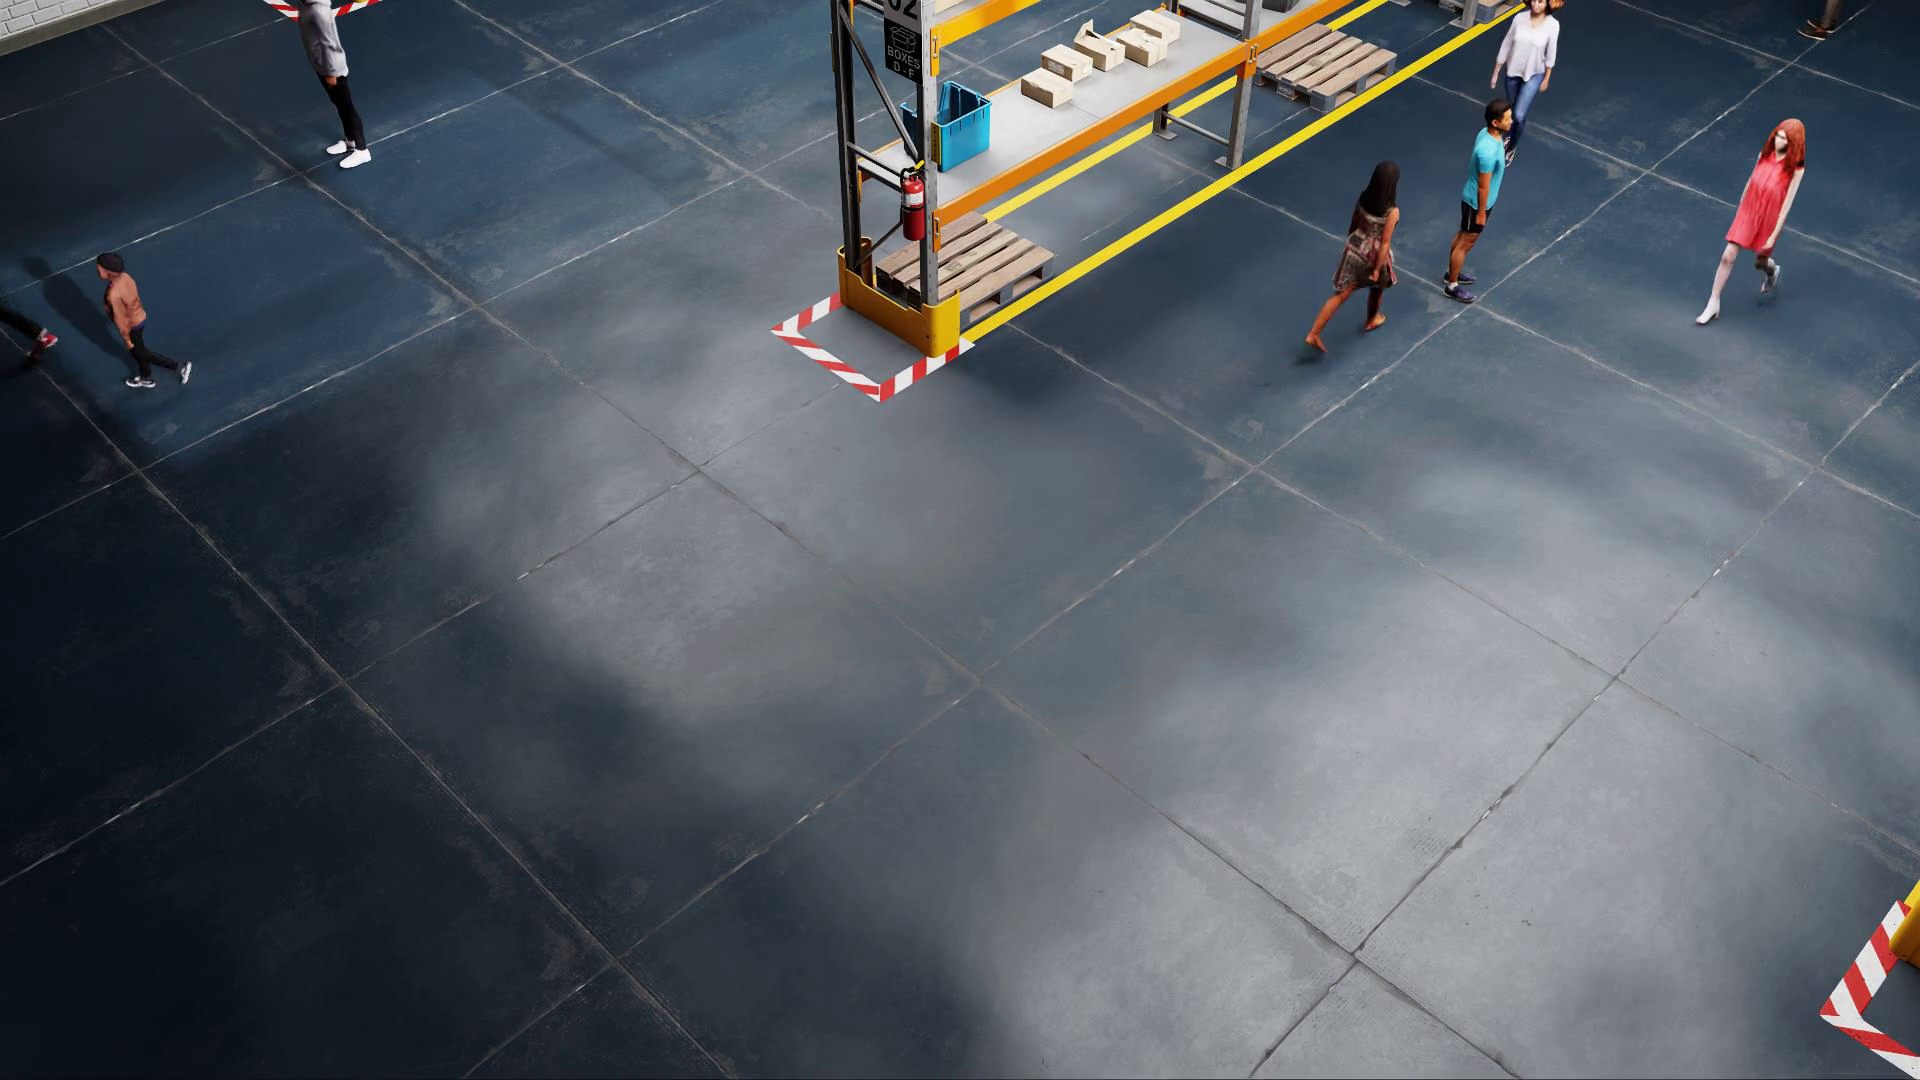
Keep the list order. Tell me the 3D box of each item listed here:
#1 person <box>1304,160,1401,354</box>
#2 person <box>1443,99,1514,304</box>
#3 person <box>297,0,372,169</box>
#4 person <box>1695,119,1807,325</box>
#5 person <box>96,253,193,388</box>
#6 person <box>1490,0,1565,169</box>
[{"bbox_3d":[3.146,-2.191,13.162,1.170,1.593,0.668,-28,50,-27],"label":"person"},{"bbox_3d":[4.250,-2.806,13.675,0.751,1.776,0.631,11,45,11],"label":"person"},{"bbox_3d":[-5.762,-4.363,15.198,0.645,1.931,0.708,-27,50,-26],"label":"person"},{"bbox_3d":[6.493,-2.563,13.401,1.100,1.803,0.690,-26,50,-25],"label":"person"},{"bbox_3d":[-6.354,-1.676,12.878,0.882,1.240,0.808,-1,44,-1],"label":"person"},{"bbox_3d":[5.252,-4.353,15.362,0.683,1.690,0.776,30,51,28],"label":"person"}]
